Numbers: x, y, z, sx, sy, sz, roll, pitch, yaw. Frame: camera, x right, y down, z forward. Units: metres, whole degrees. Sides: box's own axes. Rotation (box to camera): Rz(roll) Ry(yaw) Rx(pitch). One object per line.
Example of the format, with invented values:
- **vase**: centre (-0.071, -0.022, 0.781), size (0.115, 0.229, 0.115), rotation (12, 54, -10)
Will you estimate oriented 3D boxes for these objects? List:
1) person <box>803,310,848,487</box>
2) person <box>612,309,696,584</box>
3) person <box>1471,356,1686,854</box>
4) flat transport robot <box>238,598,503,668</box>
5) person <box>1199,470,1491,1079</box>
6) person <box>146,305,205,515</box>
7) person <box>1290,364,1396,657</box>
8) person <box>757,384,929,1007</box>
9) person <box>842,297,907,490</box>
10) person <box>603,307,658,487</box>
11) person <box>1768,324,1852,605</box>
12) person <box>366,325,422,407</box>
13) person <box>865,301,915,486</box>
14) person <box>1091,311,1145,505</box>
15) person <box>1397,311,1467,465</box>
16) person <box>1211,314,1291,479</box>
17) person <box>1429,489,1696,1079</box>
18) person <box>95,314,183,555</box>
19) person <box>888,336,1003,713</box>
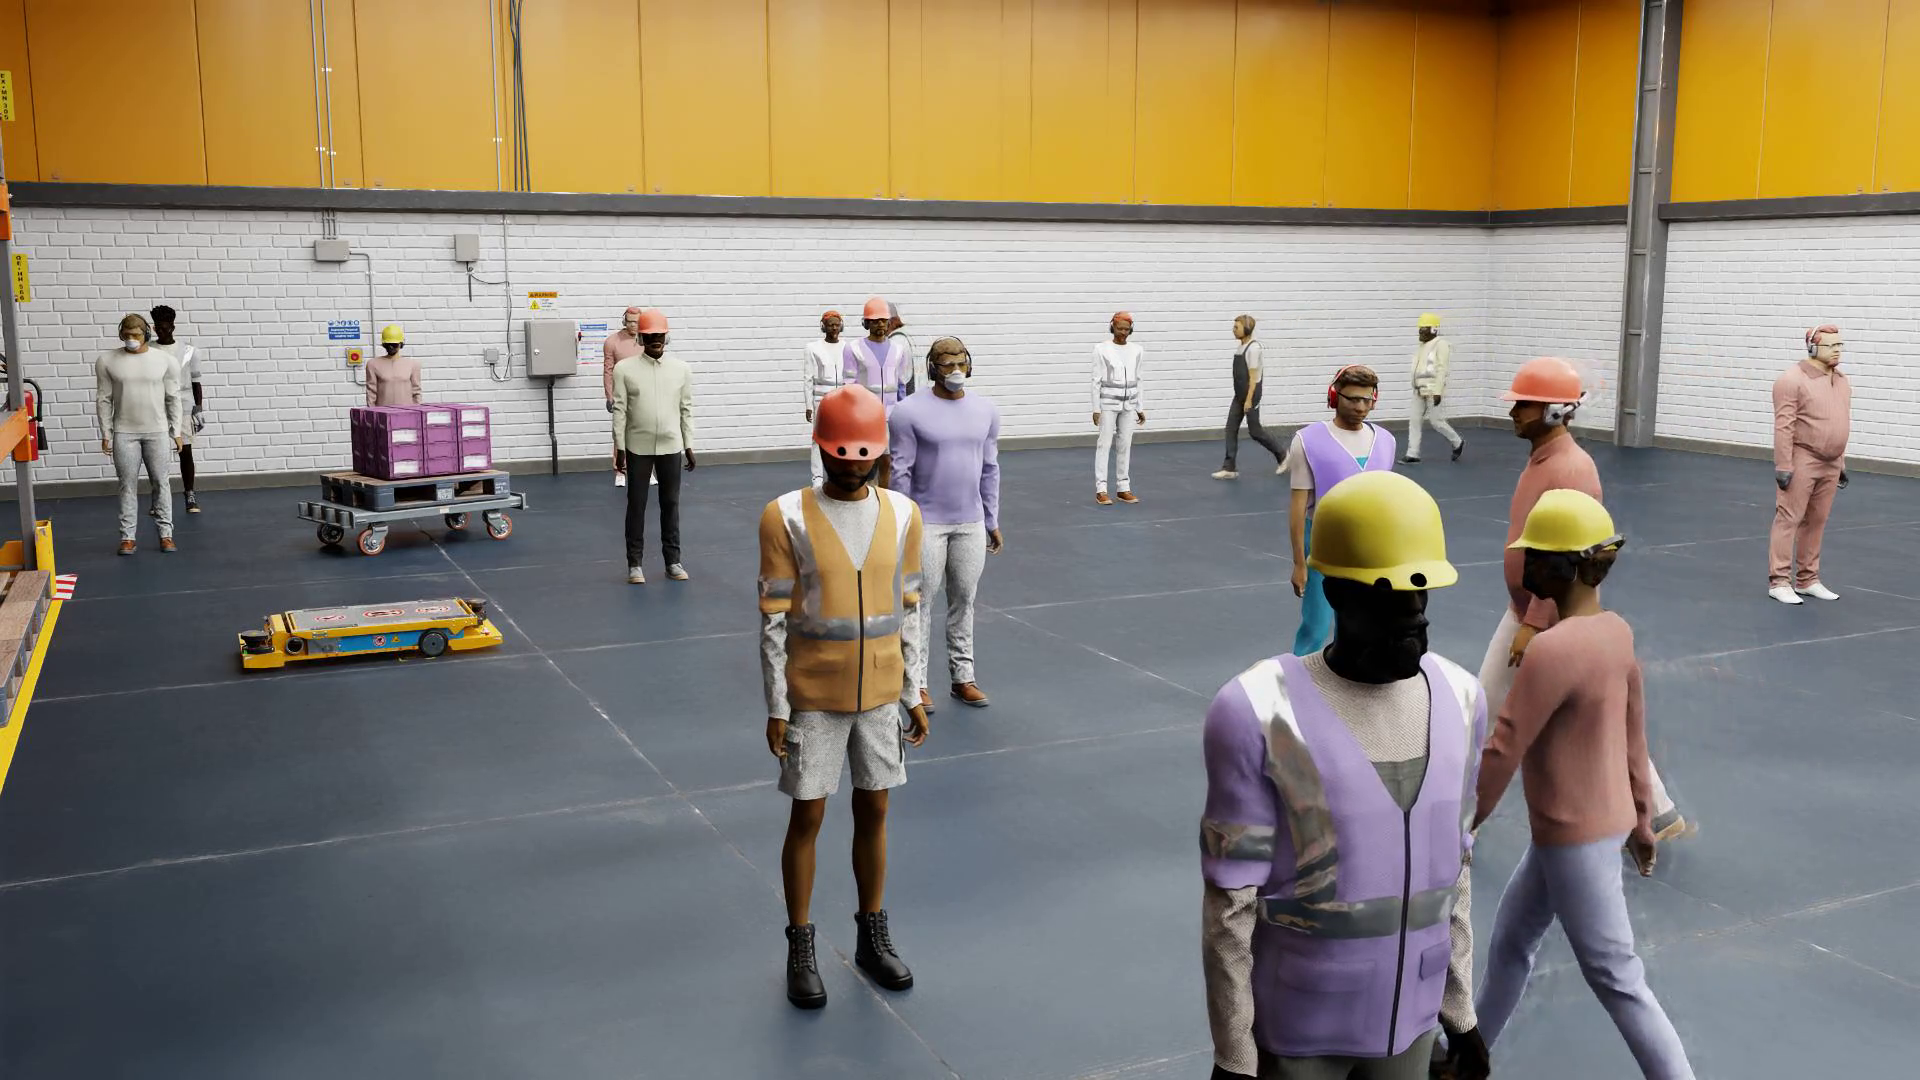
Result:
- **person**: centre (-1.283, -1.346, 16.626), size (0.573, 1.883, 0.354), rotation (-4, 10, -24)
- **person**: centre (-2.231, -0.683, 12.157), size (0.610, 1.996, 0.378), rotation (-4, 10, -24)
- **person**: centre (2.339, 0.264, 6.465), size (1.041, 1.955, 0.609), rotation (0, 9, -1)
- **flat transport robot**: centre (-3.517, 0.539, 9.916), size (1.431, 0.197, 0.652), rotation (-4, 10, -25)
- **person**: centre (0.699, 0.832, 2.969), size (0.585, 1.929, 0.371), rotation (-4, 10, -24)
- **person**: centre (-7.400, -1.214, 15.570), size (0.602, 1.958, 0.380), rotation (-4, 10, -24)
- **person**: centre (1.792, 0.091, 7.852), size (0.564, 1.837, 0.388), rotation (-4, 10, -24)
- **person**: centre (-0.346, 0.478, 5.172), size (0.543, 1.928, 0.374), rotation (-4, 10, -24)
- **person**: centre (-0.722, -1.082, 14.487), size (0.605, 2.045, 0.379), rotation (-4, 10, -24)
- **person**: centre (-3.444, -1.513, 17.610), size (0.638, 1.902, 0.406), rotation (-4, 10, -24)
- **person**: centre (5.860, -0.518, 11.410), size (0.638, 1.911, 0.406), rotation (-4, 10, -24)
- **person**: centre (-5.455, -1.195, 16.075), size (0.524, 1.760, 0.328), rotation (-4, 10, -24)
- **person**: centre (-0.640, -1.546, 17.379), size (1.056, 2.000, 0.691), rotation (-1, 9, -9)
- **person**: centre (1.544, -1.289, 16.257), size (0.573, 1.886, 0.354), rotation (-4, 10, -24)
- **person**: centre (5.557, -1.773, 19.512), size (0.775, 1.814, 0.594), rotation (-4, 10, -21)
- **person**: centre (3.208, -1.560, 18.187), size (0.846, 1.819, 0.522), rotation (-3, 10, -18)
- **person**: centre (1.575, 0.731, 4.273), size (0.937, 1.715, 0.527), rotation (7, 11, 36)
- **person**: centre (-6.584, -0.848, 13.384), size (0.627, 1.934, 0.370), rotation (-4, 10, -24)
- **person**: centre (-0.066, -0.082, 8.610), size (0.627, 1.941, 0.370), rotation (-4, 10, -24)
